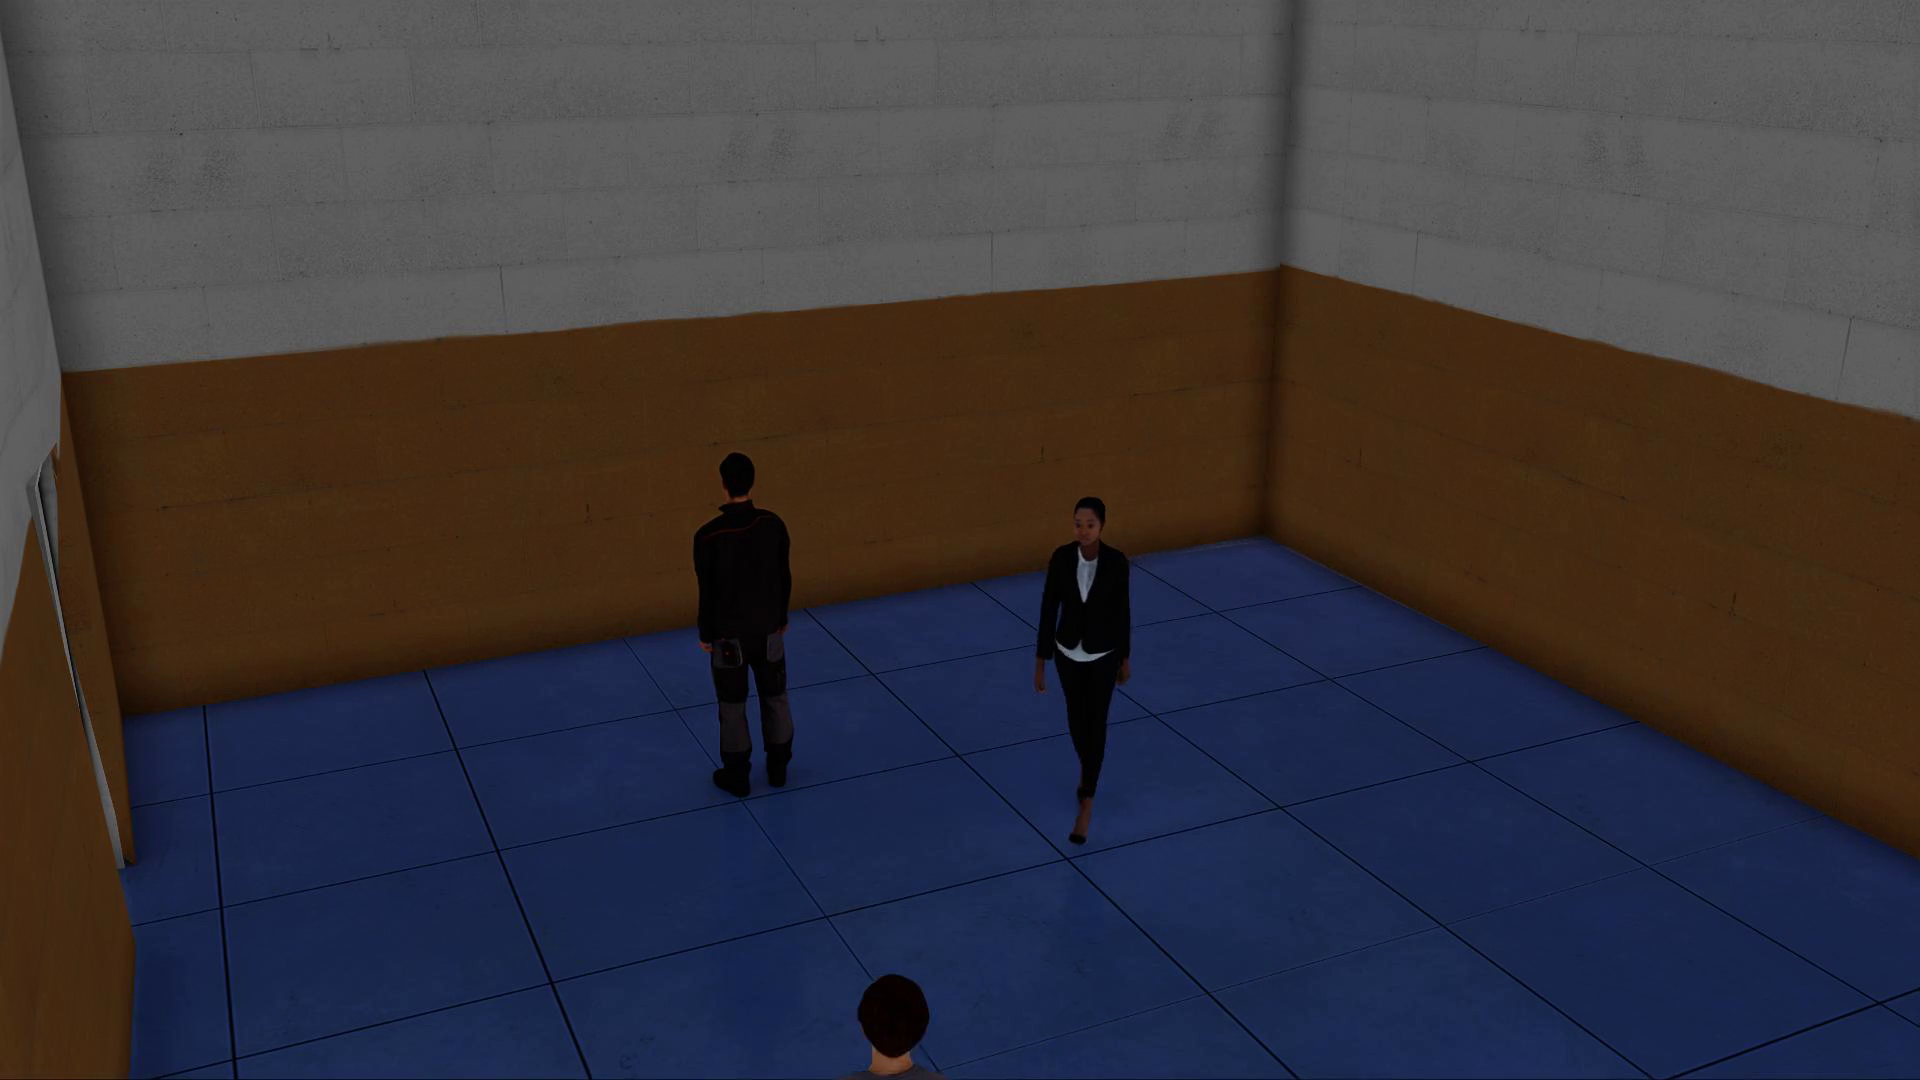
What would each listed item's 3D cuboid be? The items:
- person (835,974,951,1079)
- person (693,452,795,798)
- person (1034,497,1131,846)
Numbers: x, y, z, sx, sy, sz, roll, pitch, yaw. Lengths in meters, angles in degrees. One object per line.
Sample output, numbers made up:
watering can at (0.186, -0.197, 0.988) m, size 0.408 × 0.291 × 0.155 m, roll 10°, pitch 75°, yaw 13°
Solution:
person at (-0.208, 2.068, 4.825) m, size 1.052 × 1.625 × 0.837 m, roll -3°, pitch 19°, yaw -9°
person at (-1.173, 0.458, 9.119) m, size 0.521 × 1.946 × 0.757 m, roll -9°, pitch 21°, yaw -26°
person at (0.684, 0.634, 8.828) m, size 1.071 × 1.797 × 1.115 m, roll 6°, pitch 20°, yaw 17°
